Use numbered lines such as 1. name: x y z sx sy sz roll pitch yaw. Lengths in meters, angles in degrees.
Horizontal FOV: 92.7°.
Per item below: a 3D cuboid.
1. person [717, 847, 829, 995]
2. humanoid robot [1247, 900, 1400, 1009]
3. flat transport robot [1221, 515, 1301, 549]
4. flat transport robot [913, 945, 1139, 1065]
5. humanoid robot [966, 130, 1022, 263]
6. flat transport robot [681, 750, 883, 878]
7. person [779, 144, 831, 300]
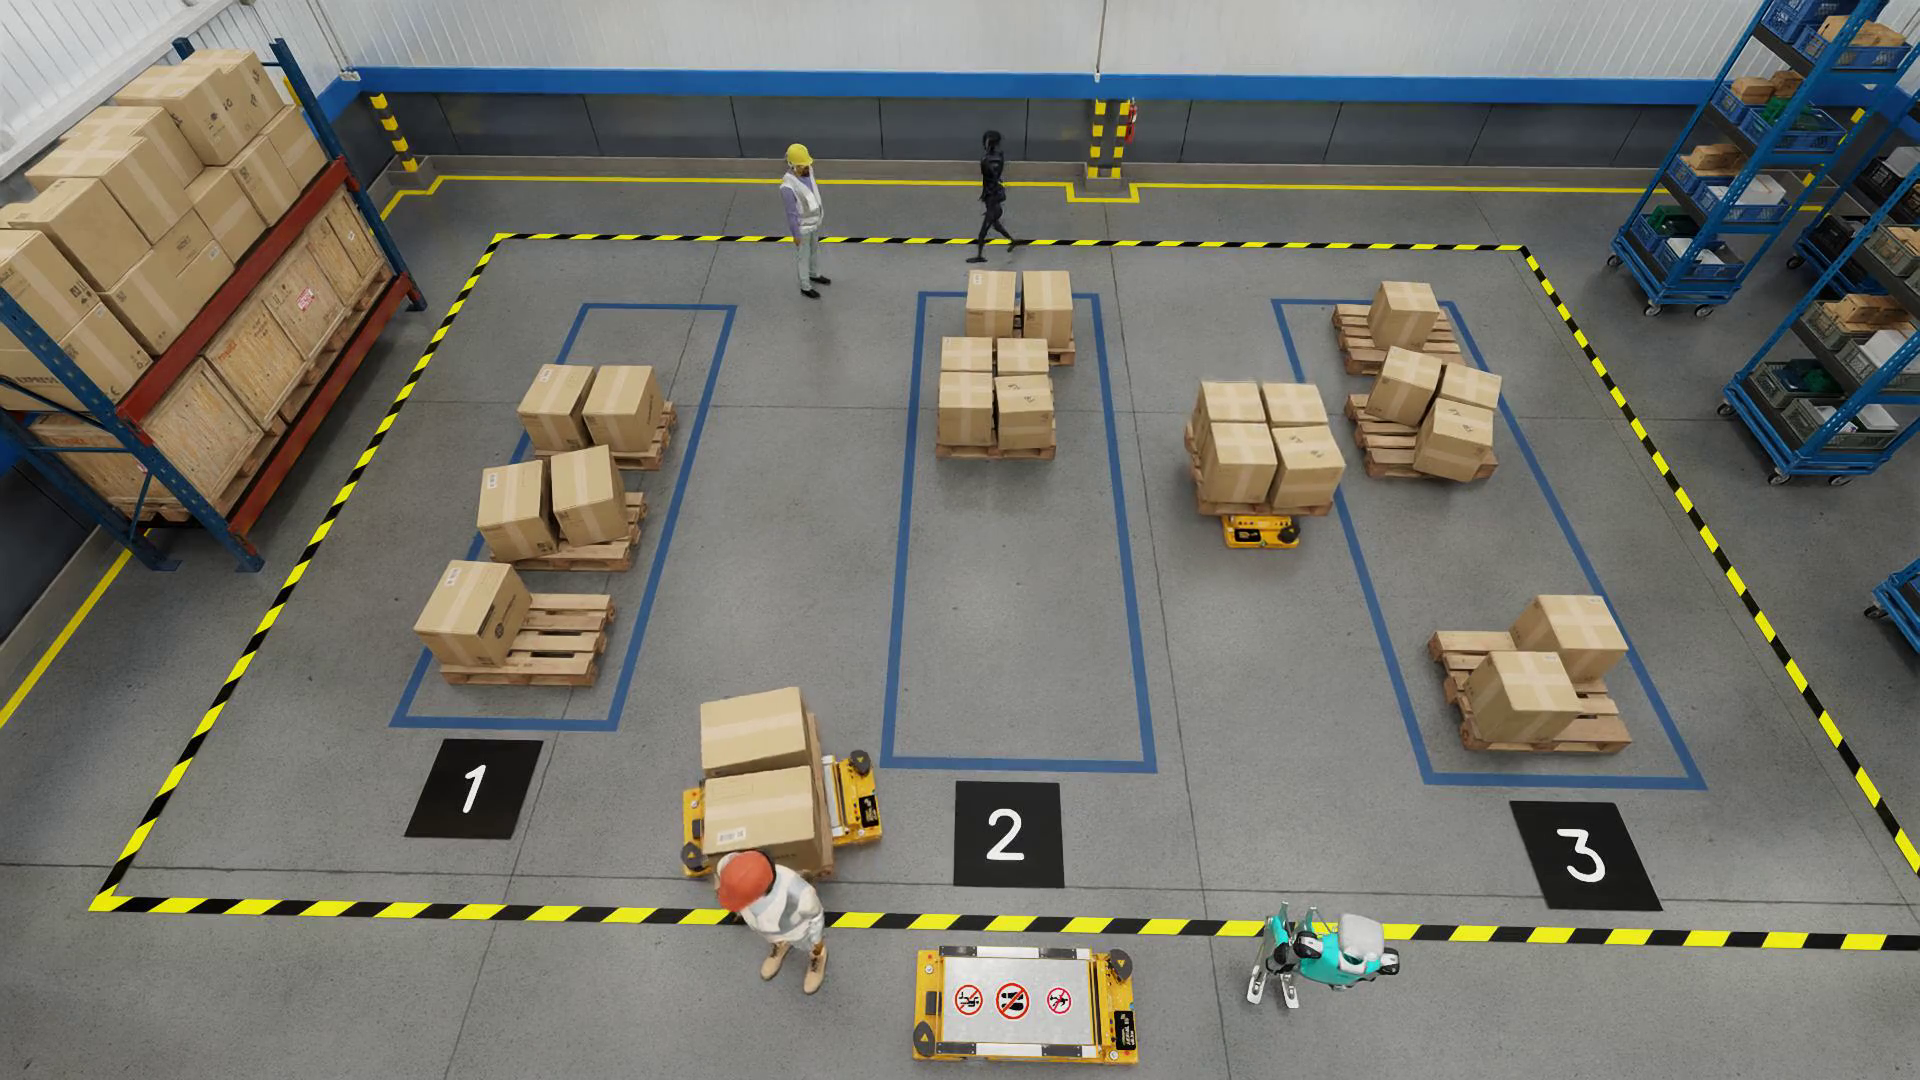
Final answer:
1. person: -1.097 2.293 5.480 0.609 2.031 0.402 16 53 13
2. humanoid robot: 2.113 2.389 5.504 0.533 1.677 0.735 9 51 7
3. flat transport robot: 2.825 -0.533 8.902 0.652 0.197 1.431 1 51 1
4. flat transport robot: 0.422 3.041 6.007 1.431 0.231 0.659 1 51 1
5. humanoid robot: 0.435 -4.080 10.926 0.722 1.641 0.600 -8 51 -7
6. flat transport robot: -1.336 2.016 6.825 1.431 0.197 0.652 -10 51 -8
7. person: -1.747 -3.628 10.434 0.404 1.829 0.599 15 52 12
